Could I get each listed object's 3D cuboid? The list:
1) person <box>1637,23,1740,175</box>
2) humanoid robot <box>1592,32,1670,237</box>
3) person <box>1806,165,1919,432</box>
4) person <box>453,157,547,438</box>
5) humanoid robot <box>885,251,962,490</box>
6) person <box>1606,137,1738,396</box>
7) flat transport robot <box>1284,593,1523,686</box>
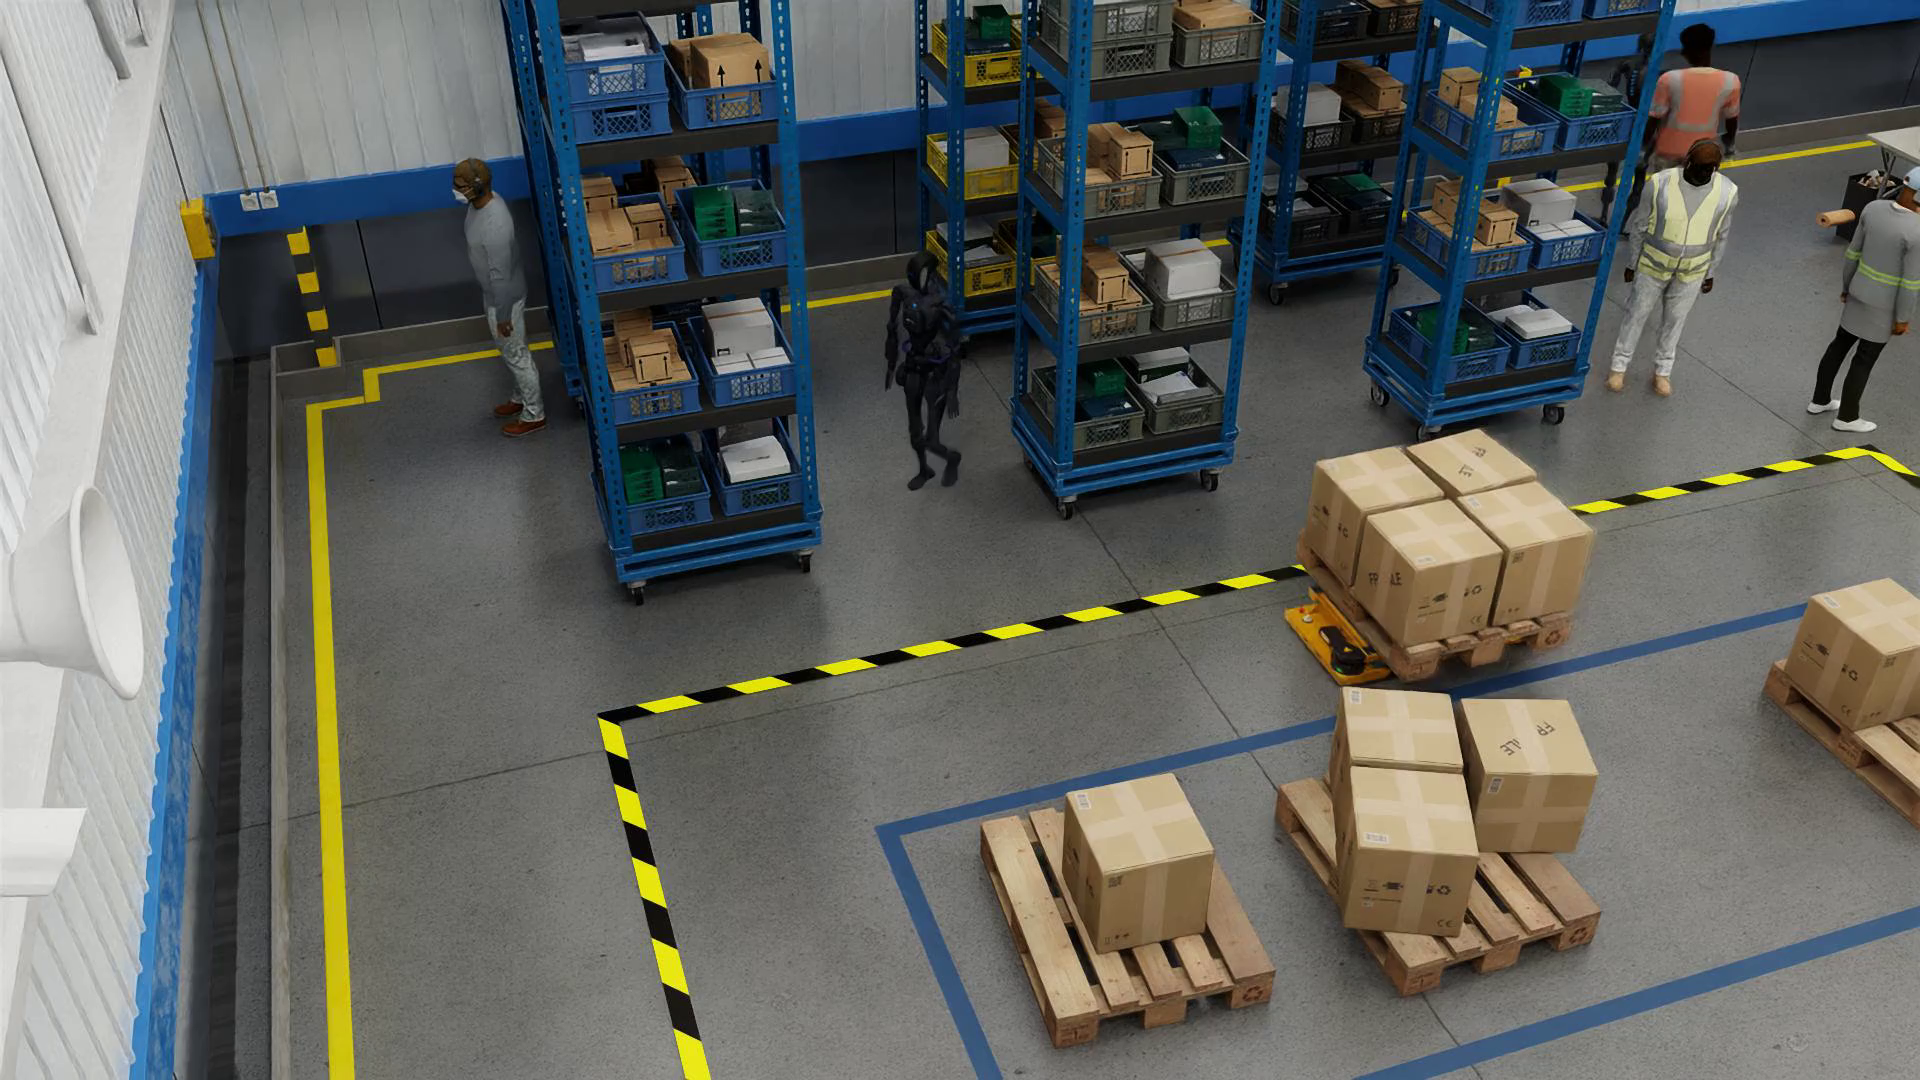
[{"bbox_3d":[5.710,-3.121,13.047,0.701,1.914,0.585,13,37,18],"label":"person"},{"bbox_3d":[5.464,-3.296,13.513,0.360,1.645,0.600,-23,41,-29],"label":"humanoid robot"},{"bbox_3d":[6.047,-1.588,10.938,0.404,1.847,0.587,-9,36,-12],"label":"person"},{"bbox_3d":[-3.002,-1.586,10.869,0.370,1.932,0.620,-11,37,-16],"label":"person"},{"bbox_3d":[-0.206,-1.049,10.317,0.589,1.643,0.382,22,41,28],"label":"humanoid robot"},{"bbox_3d":[4.841,-1.848,11.314,0.623,1.840,0.429,8,36,11],"label":"person"},{"bbox_3d":[2.639,0.418,9.438,1.431,0.197,0.652,-11,37,-15],"label":"flat transport robot"}]
